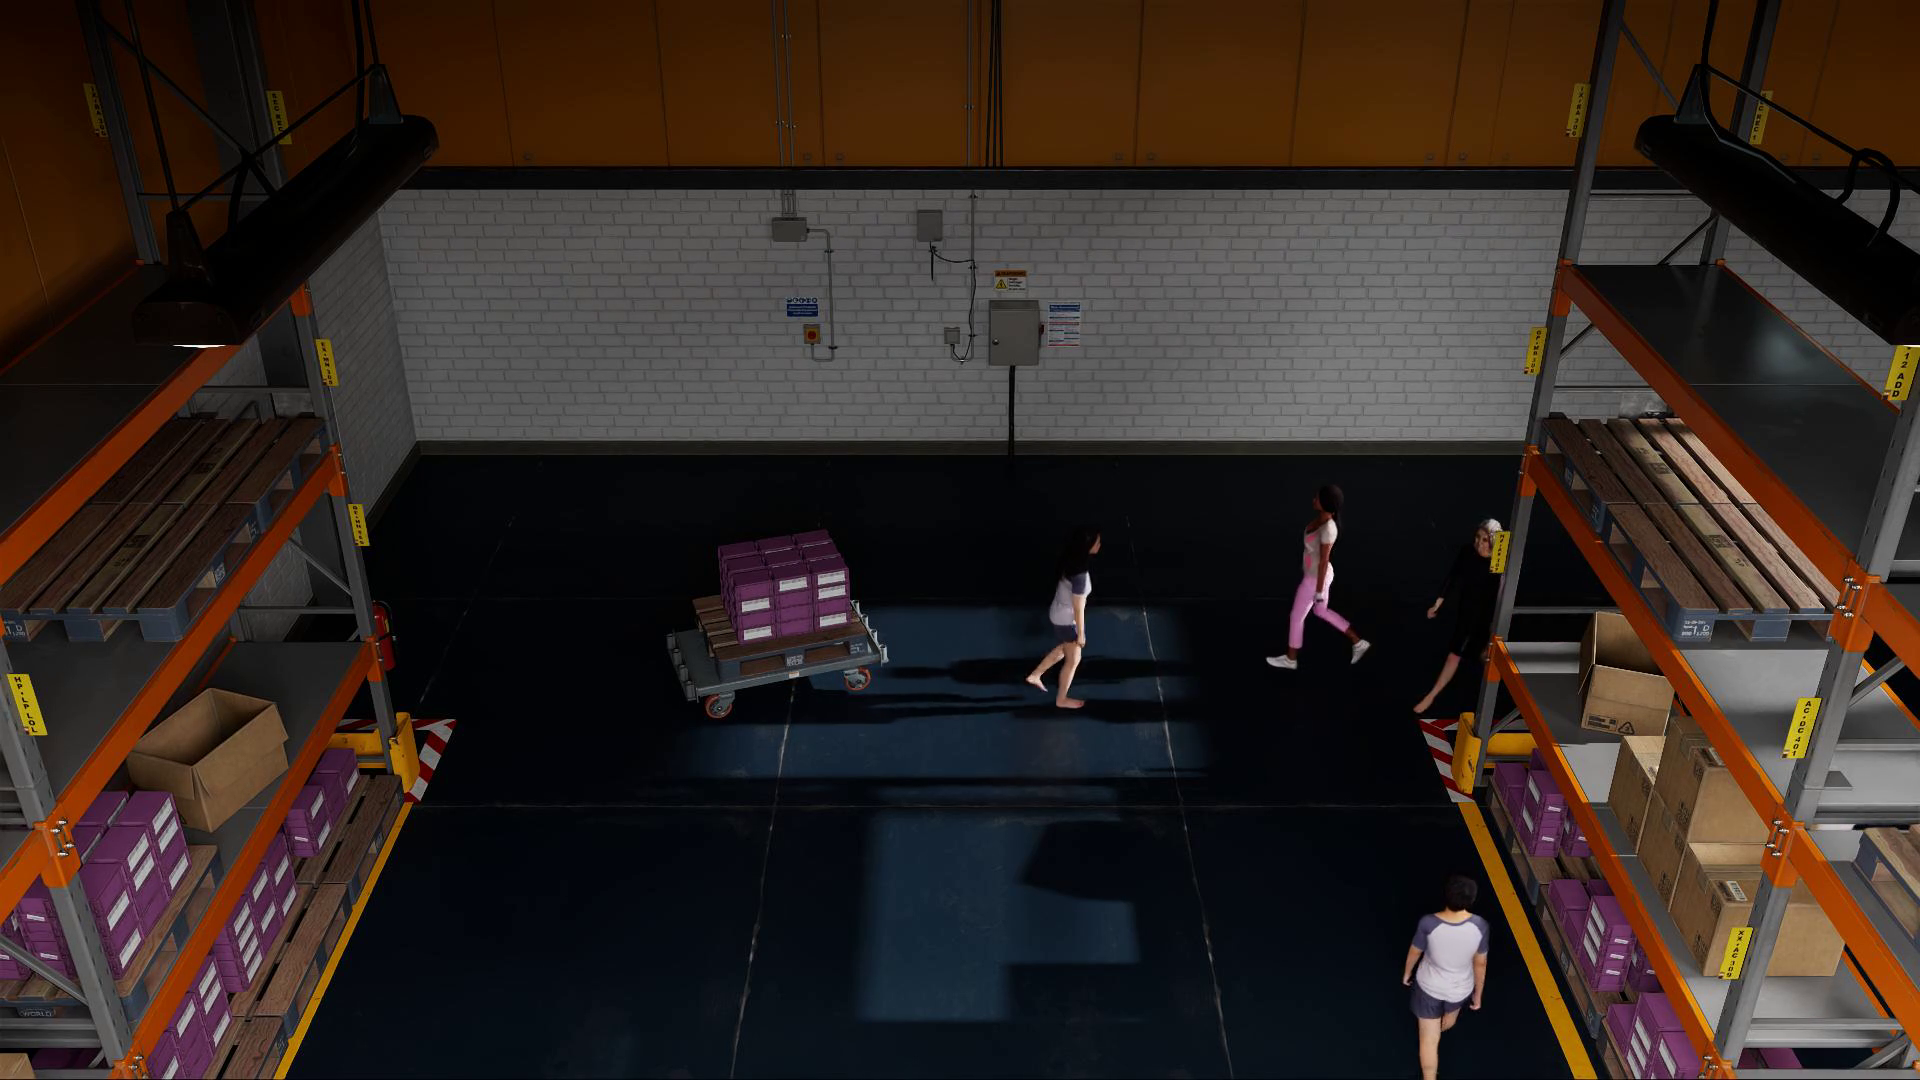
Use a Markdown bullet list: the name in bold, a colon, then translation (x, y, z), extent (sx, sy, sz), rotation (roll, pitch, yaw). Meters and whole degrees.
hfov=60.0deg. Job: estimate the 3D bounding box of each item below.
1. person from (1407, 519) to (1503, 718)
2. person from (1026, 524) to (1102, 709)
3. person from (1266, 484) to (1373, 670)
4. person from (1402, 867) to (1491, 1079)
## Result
- **person**: translation (4.072, 0.593, 12.989), extent (1.038, 1.692, 1.201), rotation (-13, 31, -23)
- **person**: translation (0.765, 0.611, 12.967), extent (0.709, 1.681, 0.702), rotation (-4, 29, -8)
- **person**: translation (2.967, 0.329, 13.444), extent (0.847, 1.721, 1.061), rotation (8, 30, 14)
- **person**: translation (2.780, 2.585, 9.507), extent (0.626, 1.530, 0.968), rotation (2, 29, 4)
